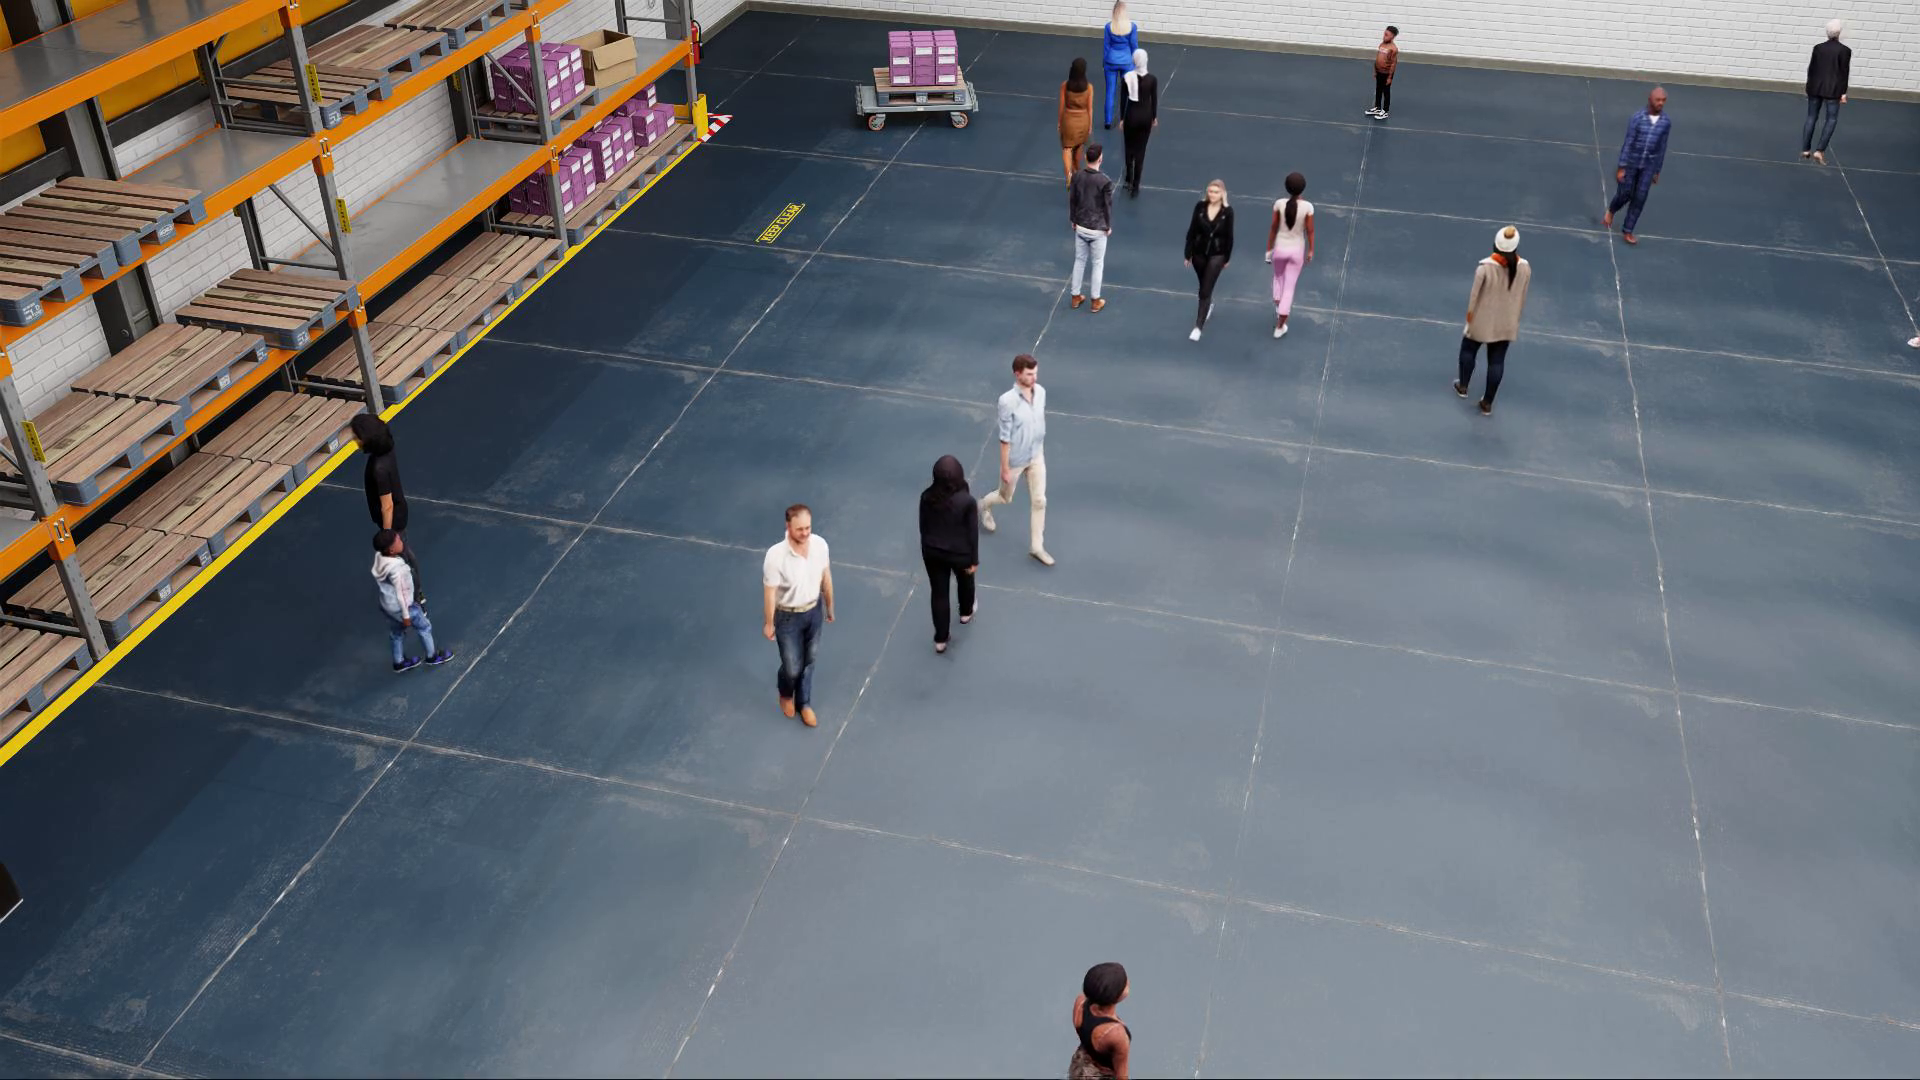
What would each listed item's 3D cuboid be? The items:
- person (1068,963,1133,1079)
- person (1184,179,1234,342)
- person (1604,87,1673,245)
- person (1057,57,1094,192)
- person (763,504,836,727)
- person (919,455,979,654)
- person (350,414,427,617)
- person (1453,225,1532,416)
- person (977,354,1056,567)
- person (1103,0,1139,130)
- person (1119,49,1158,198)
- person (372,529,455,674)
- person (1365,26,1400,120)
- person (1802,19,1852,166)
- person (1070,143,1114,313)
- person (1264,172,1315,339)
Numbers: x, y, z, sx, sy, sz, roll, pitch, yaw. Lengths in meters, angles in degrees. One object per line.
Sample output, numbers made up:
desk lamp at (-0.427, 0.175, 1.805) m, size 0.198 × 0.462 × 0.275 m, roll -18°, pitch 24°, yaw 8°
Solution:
person at (0.652, 2.830, 8.509) m, size 0.841 × 1.689 × 0.781 m, roll -17°, pitch 37°, yaw -24°
person at (2.589, -2.955, 17.262) m, size 0.729 × 1.633 × 1.213 m, roll 13°, pitch 36°, yaw 19°
person at (7.814, -4.361, 19.224) m, size 0.781 × 1.802 × 0.918 m, roll 0°, pitch 34°, yaw 0°
person at (1.417, -5.035, 20.369) m, size 0.757 × 1.657 × 1.030 m, roll -3°, pitch 34°, yaw -4°
person at (-1.202, 0.485, 11.895) m, size 0.840 × 1.845 × 0.905 m, roll -19°, pitch 38°, yaw -26°
person at (-0.101, 0.150, 12.637) m, size 0.653 × 1.581 × 0.887 m, roll 7°, pitch 34°, yaw 11°
person at (-4.419, -0.192, 12.925) m, size 0.767 × 1.832 × 0.631 m, roll -7°, pitch 34°, yaw -10°
person at (5.041, -2.051, 15.691) m, size 0.795 × 1.867 × 0.915 m, roll 3°, pitch 34°, yaw 4°
person at (0.449, -0.706, 13.711) m, size 1.169 × 1.819 × 1.163 m, roll -22°, pitch 40°, yaw -30°
person at (2.137, -6.364, 22.331) m, size 0.637 × 1.700 × 0.574 m, roll 4°, pitch 34°, yaw 6°
person at (2.179, -5.052, 20.317) m, size 0.720 × 1.744 × 0.902 m, roll 2°, pitch 34°, yaw 3°
person at (-4.256, 0.479, 12.443) m, size 0.740 × 1.248 × 0.647 m, roll -28°, pitch 43°, yaw -35°
person at (5.845, -6.436, 22.842) m, size 0.648 × 1.254 × 0.577 m, roll -16°, pitch 37°, yaw -22°
person at (10.672, -5.490, 20.401) m, size 0.833 × 1.774 × 0.891 m, roll -19°, pitch 38°, yaw -26°
person at (1.386, -3.299, 17.601) m, size 0.704 × 1.831 × 0.658 m, roll 19°, pitch 38°, yaw 27°
person at (3.354, -2.898, 17.102) m, size 0.672 × 1.715 × 0.935 m, roll 12°, pitch 36°, yaw 18°
